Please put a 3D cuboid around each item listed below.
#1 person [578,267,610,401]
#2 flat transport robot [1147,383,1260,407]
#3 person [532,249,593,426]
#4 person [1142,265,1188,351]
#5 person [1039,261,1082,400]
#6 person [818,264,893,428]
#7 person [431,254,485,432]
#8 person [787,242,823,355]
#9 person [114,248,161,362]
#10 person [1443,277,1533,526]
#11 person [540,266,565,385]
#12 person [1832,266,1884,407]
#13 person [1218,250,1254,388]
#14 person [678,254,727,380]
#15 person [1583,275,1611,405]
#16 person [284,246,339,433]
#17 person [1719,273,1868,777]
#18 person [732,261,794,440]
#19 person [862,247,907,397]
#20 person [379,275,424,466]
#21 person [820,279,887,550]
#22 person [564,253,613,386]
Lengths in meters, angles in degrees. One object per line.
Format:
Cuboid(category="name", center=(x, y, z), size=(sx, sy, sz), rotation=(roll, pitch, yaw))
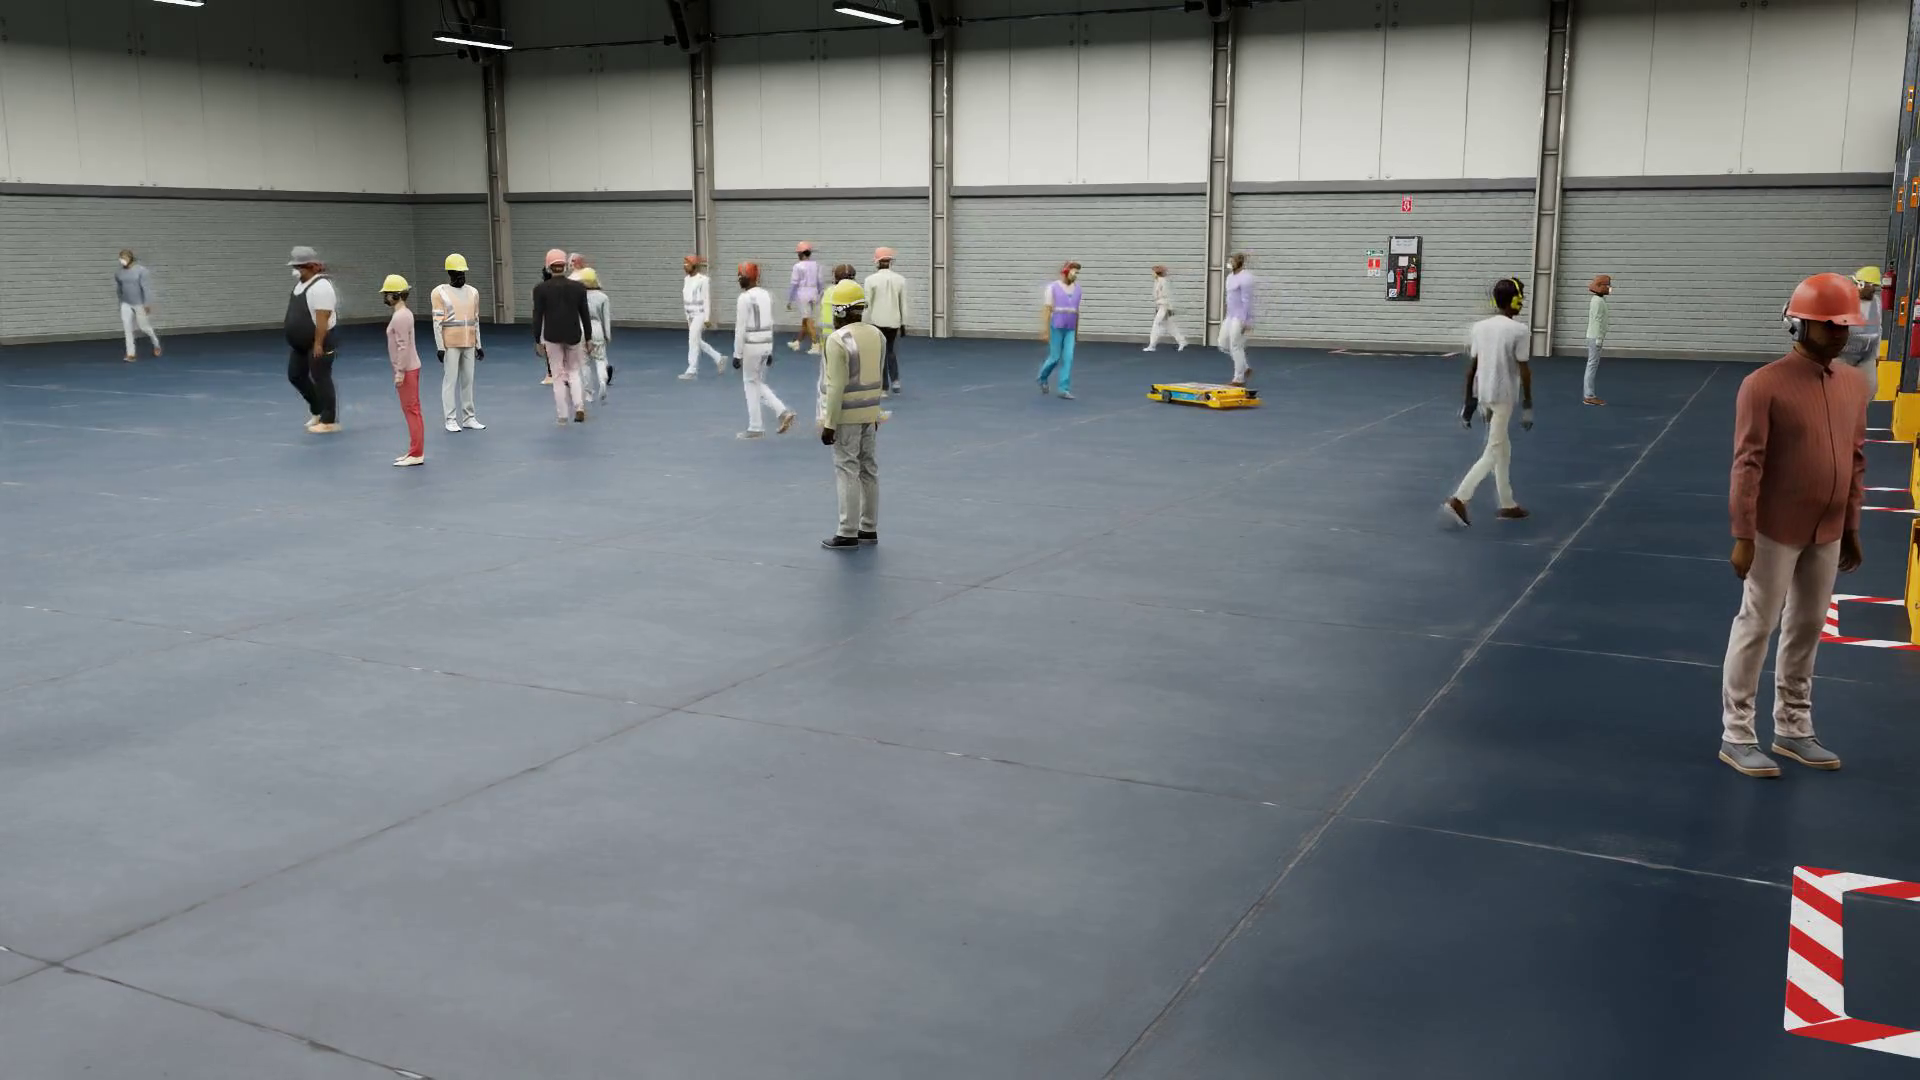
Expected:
Cuboid(category="person", center=(-4.719, -2.620, 21.282), size=(0.486, 1.727, 0.514), rotation=(-4, 11, -20))
Cuboid(category="flat transport robot", center=(3.067, -1.847, 21.036), size=(0.652, 0.197, 1.431), rotation=(-6, 12, -32))
Cuboid(category="person", center=(-4.465, -2.263, 18.641), size=(0.645, 1.974, 0.446), rotation=(-6, 12, -30))
Cuboid(category="person", center=(3.815, -4.259, 30.597), size=(0.845, 1.585, 0.520), rotation=(0, 10, -2))
Cuboid(category="person", center=(1.298, -2.755, 21.801), size=(0.610, 1.802, 0.697), rotation=(-7, 12, -33))
Cuboid(category="person", center=(-1.195, -2.152, 18.509), size=(0.877, 1.808, 0.633), rotation=(-6, 12, -30))
Cuboid(category="person", center=(-5.464, -2.149, 18.160), size=(0.366, 1.927, 0.590), rotation=(7, 13, 35))
Cuboid(category="person", center=(-2.840, -4.320, 29.797), size=(1.003, 1.995, 0.639), rotation=(9, 14, 40))
Cuboid(category="person", center=(-14.031, -4.006, 28.338), size=(0.632, 1.914, 0.764), rotation=(1, 10, 5))
Cuboid(category="person", center=(3.939, -1.019, 12.280), size=(0.924, 1.835, 0.525), rotation=(-6, 12, -30))
Cuboid(category="person", center=(-5.806, -3.051, 23.702), size=(0.318, 1.699, 0.533), rotation=(8, 13, 36))
Cuboid(category="person", center=(9.223, -1.914, 17.192), size=(0.683, 1.808, 0.434), rotation=(-2, 11, -9))
Cuboid(category="person", center=(3.841, -3.056, 23.115), size=(0.454, 1.922, 0.651), rotation=(-3, 11, -14))
Cuboid(category="person", center=(-3.859, -3.326, 24.790), size=(0.825, 1.862, 0.576), rotation=(-8, 13, -38))
Cuboid(category="person", center=(8.064, -2.528, 21.030), size=(0.280, 1.633, 0.502), rotation=(3, 11, 18))
Cuboid(category="person", center=(-7.000, -2.165, 17.939), size=(0.709, 2.000, 0.538), rotation=(10, 14, 43))
Cuboid(category="person", center=(3.303, -0.049, 6.552), size=(0.609, 1.986, 0.401), rotation=(-4, 11, -20))
Cuboid(category="person", center=(-2.081, -1.957, 17.288), size=(0.506, 1.869, 0.577), rotation=(4, 11, 21))
Cuboid(category="person", center=(-1.021, -2.881, 22.033), size=(0.615, 1.979, 0.444), rotation=(-7, 12, -33))
Cuboid(category="person", center=(-5.170, -1.566, 15.421), size=(0.330, 1.769, 0.526), rotation=(-2, 11, -11))
Cuboid(category="person", center=(-0.749, -0.847, 11.320), size=(0.403, 1.833, 0.586), rotation=(6, 12, 30))
Cuboid(category="person", center=(-5.368, -3.112, 23.535), size=(0.737, 1.893, 0.672), rotation=(4, 11, 22))
